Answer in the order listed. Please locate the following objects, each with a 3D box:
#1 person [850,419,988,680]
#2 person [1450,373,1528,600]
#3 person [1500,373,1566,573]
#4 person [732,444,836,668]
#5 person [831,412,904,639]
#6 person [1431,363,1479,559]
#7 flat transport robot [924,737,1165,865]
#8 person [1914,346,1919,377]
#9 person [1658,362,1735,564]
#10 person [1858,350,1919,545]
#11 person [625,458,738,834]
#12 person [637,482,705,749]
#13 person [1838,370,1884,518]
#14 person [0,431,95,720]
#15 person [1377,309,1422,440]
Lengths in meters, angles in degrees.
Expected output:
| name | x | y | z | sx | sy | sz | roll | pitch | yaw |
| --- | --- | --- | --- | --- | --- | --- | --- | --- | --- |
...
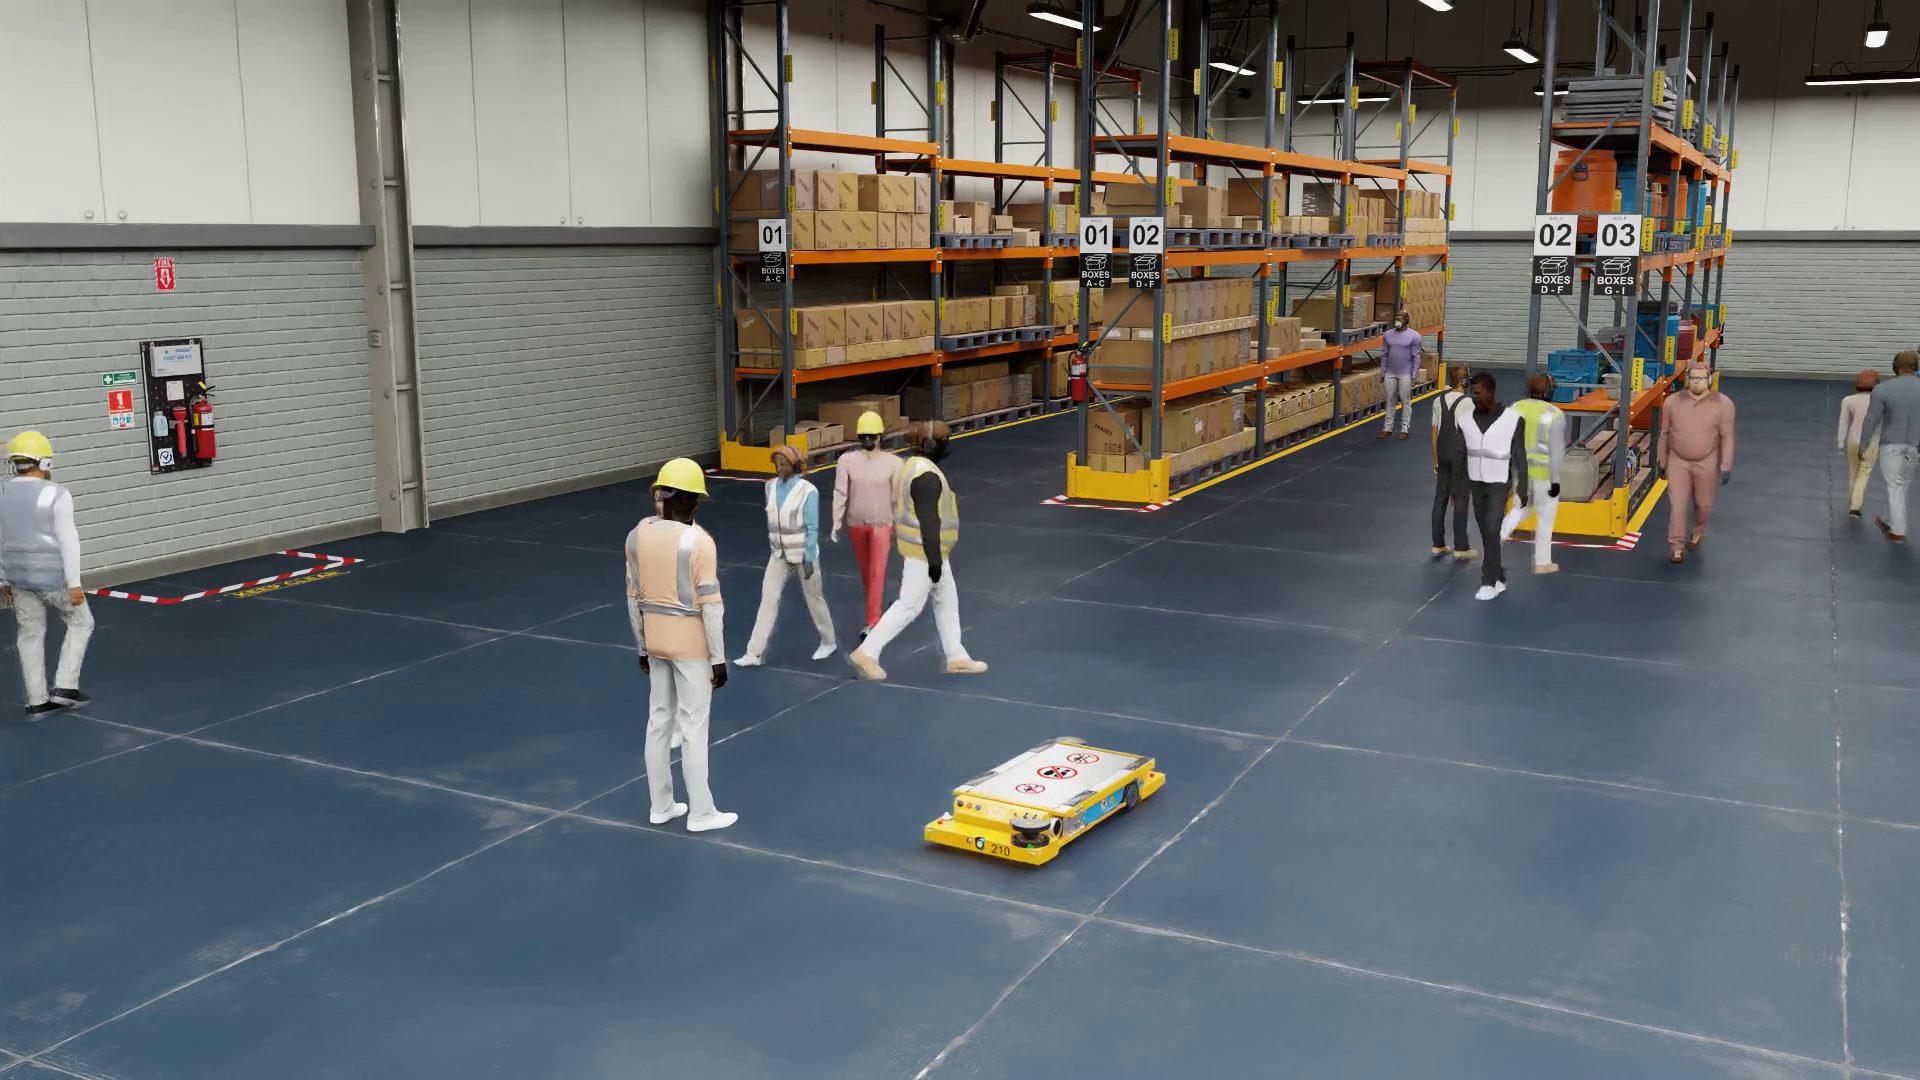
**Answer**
| name | x | y | z | sx | sy | sz | roll | pitch | yaw |
| --- | --- | --- | --- | --- | --- | --- | --- | --- | --- |
| person | -0.300 | 0.069 | 11.378 | 0.927 | 1.809 | 0.637 | -1 | 10 | -4 |
| person | 4.387 | -0.445 | 13.939 | 0.810 | 1.880 | 0.624 | -10 | 14 | -44 |
| person | 5.094 | -0.585 | 14.899 | 0.651 | 1.826 | 0.630 | -6 | 12 | -31 |
| person | -1.191 | 0.112 | 11.716 | 0.536 | 1.582 | 0.873 | 8 | 13 | 37 |
| person | -0.688 | -0.107 | 12.564 | 0.521 | 1.717 | 0.920 | 2 | 11 | 11 |
| person | 4.670 | -0.739 | 15.660 | 0.346 | 1.843 | 0.506 | -8 | 13 | -38 |
| flat transport robot | 0.474 | 1.327 | 8.681 | 0.652 | 0.197 | 1.431 | 6 | 12 | 31 |
| person | 18.949 | -3.831 | 32.601 | 0.934 | 1.798 | 0.597 | 9 | 14 | 40 |
| person | 6.919 | -0.752 | 15.665 | 0.657 | 1.874 | 0.865 | 5 | 12 | 26 |
| person | 9.321 | -0.944 | 16.614 | 0.659 | 1.896 | 0.965 | 1 | 10 | 5 |
| person | -1.422 | 0.540 | 8.482 | 0.586 | 1.917 | 0.380 | 6 | 12 | 31 |
| person | -1.685 | 0.414 | 9.958 | 0.531 | 1.619 | 0.503 | 6 | 12 | 31 |
| person | 9.805 | -1.047 | 18.035 | 0.502 | 1.587 | 0.870 | 10 | 14 | 43 |
| person | -5.786 | 0.219 | 10.500 | 0.616 | 1.813 | 0.485 | 2 | 11 | 9 |
| person | 6.542 | -2.459 | 24.777 | 0.628 | 1.940 | 0.373 | 9 | 14 | 40 |
